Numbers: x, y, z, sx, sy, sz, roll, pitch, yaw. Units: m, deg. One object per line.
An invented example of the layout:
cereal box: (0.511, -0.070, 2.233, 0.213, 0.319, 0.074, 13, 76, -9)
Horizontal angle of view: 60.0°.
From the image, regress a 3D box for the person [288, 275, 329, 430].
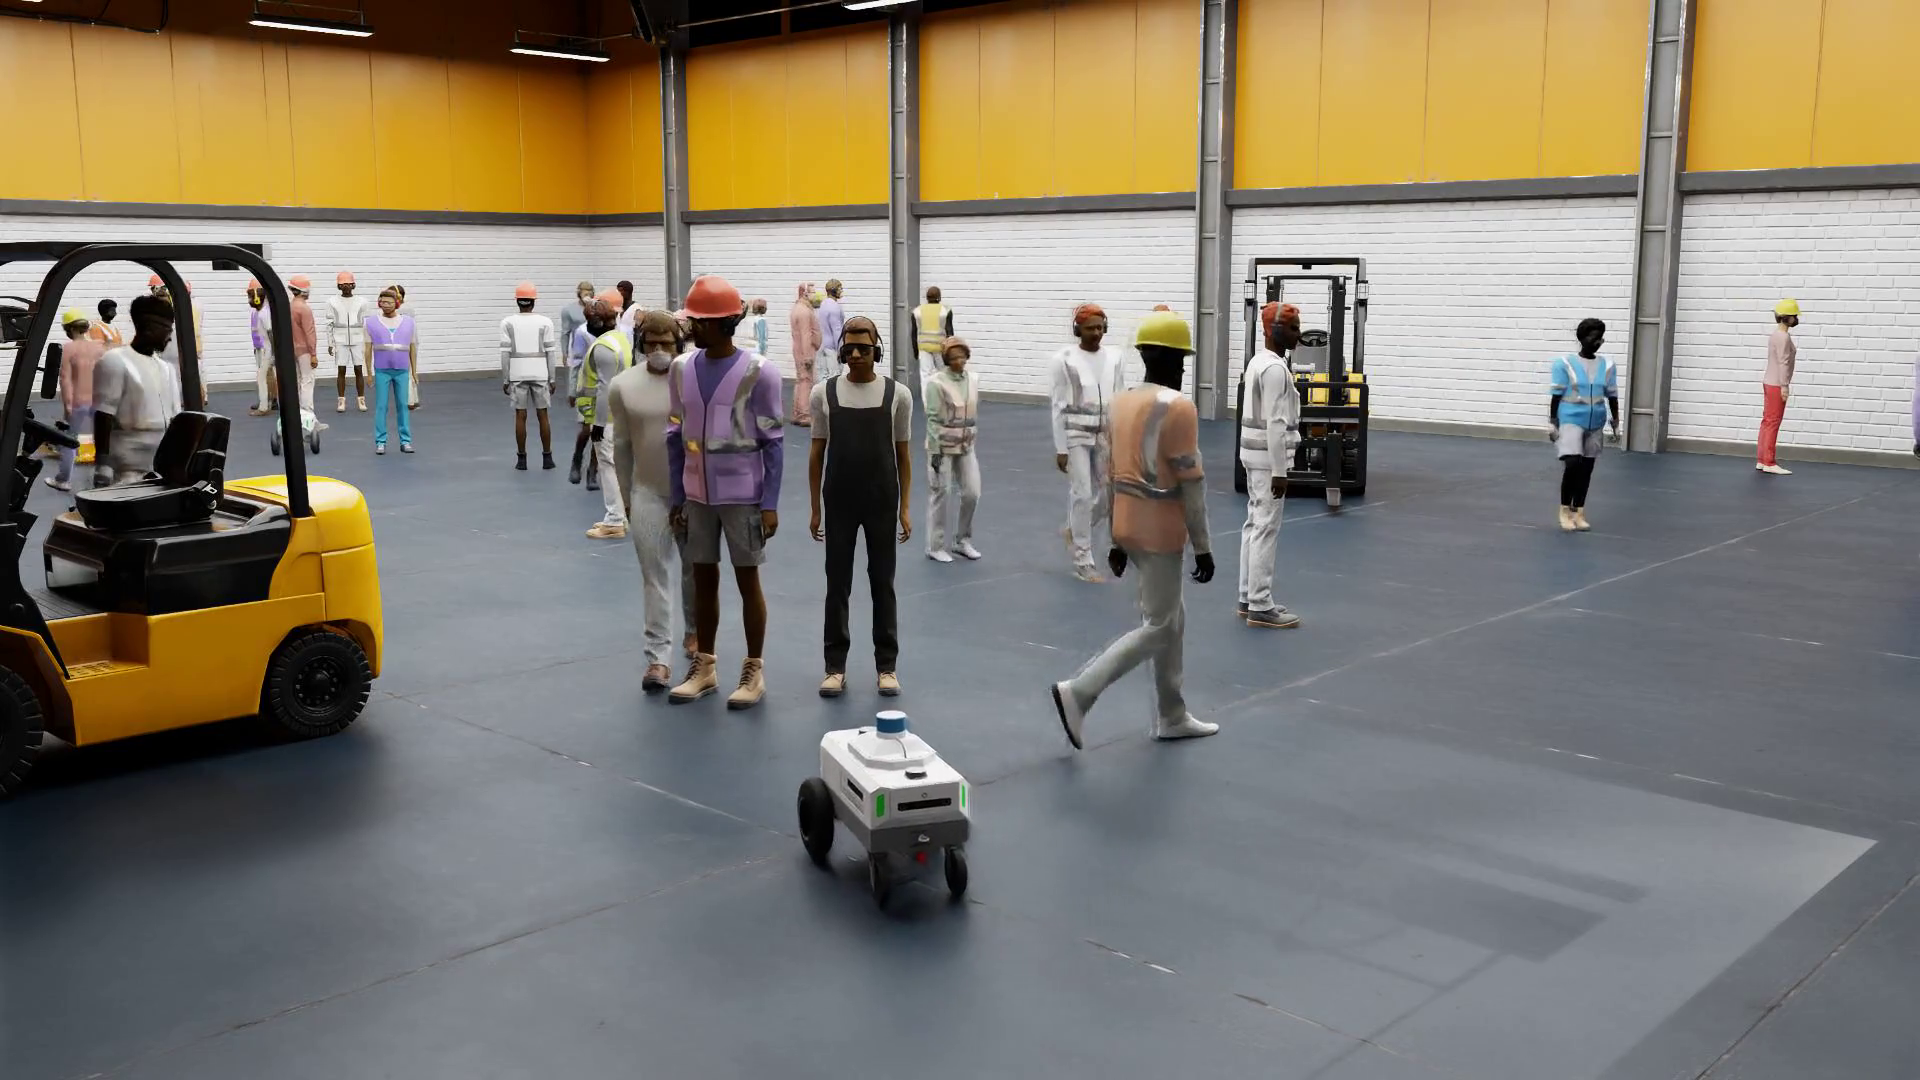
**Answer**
person: (-8.442, -2.405, 21.402, 0.622, 1.991, 0.392, 8, 12, 41)

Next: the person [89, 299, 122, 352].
person: (-10.833, -2.216, 21.164, 0.321, 1.691, 0.530, 0, 9, 0)

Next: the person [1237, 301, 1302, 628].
person: (1.802, -0.438, 9.680, 0.338, 1.882, 0.582, 0, 9, 0)

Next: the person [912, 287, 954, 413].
person: (-0.362, -2.774, 24.233, 0.654, 1.802, 0.901, 2, 9, 12)

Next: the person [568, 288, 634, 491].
person: (-3.337, -1.392, 15.495, 0.596, 1.887, 0.588, -5, 11, -28)

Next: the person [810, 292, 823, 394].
person: (-2.332, -3.066, 26.263, 0.692, 1.713, 0.516, 7, 12, 38)

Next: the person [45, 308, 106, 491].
person: (-8.098, -1.278, 15.355, 0.923, 1.704, 0.535, 5, 10, 28)

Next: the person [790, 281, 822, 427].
person: (-2.009, -2.434, 21.850, 0.403, 1.906, 0.651, -2, 9, -13)

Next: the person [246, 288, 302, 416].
person: (-9.639, -2.642, 23.465, 0.828, 1.817, 0.545, -2, 10, -13)

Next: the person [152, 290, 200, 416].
person: (-9.982, -2.257, 21.037, 0.531, 1.822, 0.971, -9, 13, -44)

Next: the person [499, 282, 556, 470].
person: (-4.454, -1.687, 17.168, 0.547, 1.938, 0.379, -2, 10, -13)

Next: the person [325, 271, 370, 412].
person: (-8.848, -2.868, 24.092, 0.608, 2.044, 0.371, -4, 10, -22)

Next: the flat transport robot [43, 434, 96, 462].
flat transport robot: (-9.477, -1.015, 18.147, 0.652, 0.197, 1.431, -8, 12, -40)

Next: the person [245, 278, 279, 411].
person: (-10.226, -2.860, 24.364, 0.359, 1.938, 0.545, -8, 12, -41)

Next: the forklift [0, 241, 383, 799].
forklift: (-3.706, -0.171, 7.093, 1.214, 2.155, 2.313, 9, 13, 43)

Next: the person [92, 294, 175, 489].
person: (-4.723, -0.433, 9.538, 0.369, 1.928, 0.716, 1, 9, 8)

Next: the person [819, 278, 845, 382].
person: (-1.723, -2.583, 22.664, 0.372, 1.940, 0.630, -4, 10, -22)

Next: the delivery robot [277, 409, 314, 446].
delivery robot: (-7.484, -1.301, 18.744, 0.477, 0.478, 0.707, -3, 10, -17)

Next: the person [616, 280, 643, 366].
person: (-4.441, -2.542, 22.479, 0.369, 1.915, 0.597, -8, 12, -39)

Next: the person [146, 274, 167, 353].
person: (-11.989, -3.001, 25.049, 0.383, 1.993, 0.622, -2, 9, -10)

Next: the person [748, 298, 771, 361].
person: (-2.941, -2.778, 24.786, 0.433, 1.623, 0.538, -4, 10, -23)

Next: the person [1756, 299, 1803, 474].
person: (8.321, -1.554, 16.876, 0.319, 1.769, 0.523, 2, 10, 15)

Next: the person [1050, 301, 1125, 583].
person: (0.820, -0.655, 11.096, 0.577, 1.864, 0.520, -5, 10, -27)

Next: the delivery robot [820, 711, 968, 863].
delivery robot: (-0.234, 0.829, 5.687, 0.477, 0.478, 0.707, -3, 10, -20)

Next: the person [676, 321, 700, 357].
person: (-2.509, -1.311, 15.796, 0.499, 1.633, 0.283, 2, 9, 10)

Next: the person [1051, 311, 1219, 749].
person: (0.769, -0.029, 7.134, 0.773, 1.896, 0.602, -4, 10, -21)

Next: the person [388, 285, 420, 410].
person: (-8.147, -2.818, 24.428, 0.371, 1.850, 0.597, -1, 9, -3)

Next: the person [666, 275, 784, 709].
person: (-1.125, -0.217, 7.846, 0.609, 2.040, 0.394, 4, 10, 24)

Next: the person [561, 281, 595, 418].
person: (-4.944, -2.467, 22.012, 0.644, 1.916, 0.486, -3, 10, -15)

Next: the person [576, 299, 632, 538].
person: (-2.741, -0.933, 12.862, 0.430, 1.838, 0.619, 0, 9, 0)

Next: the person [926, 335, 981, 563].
person: (-0.075, -0.626, 11.648, 0.532, 1.610, 0.490, -8, 12, -40)

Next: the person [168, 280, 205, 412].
person: (-10.274, -2.489, 22.086, 0.376, 1.939, 0.547, -1, 9, -4)

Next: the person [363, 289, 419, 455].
person: (-6.378, -1.886, 18.681, 0.564, 1.841, 0.391, -5, 11, -28)

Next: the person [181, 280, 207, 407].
person: (-11.620, -2.953, 25.041, 0.399, 1.905, 0.642, 0, 9, 0)

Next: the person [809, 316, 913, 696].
person: (-0.480, -0.157, 8.074, 0.506, 1.846, 0.345, 0, 9, -3)

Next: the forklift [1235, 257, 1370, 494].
forklift: (3.309, -1.629, 16.029, 1.214, 2.155, 2.313, 2, 9, 11)

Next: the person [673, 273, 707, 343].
person: (-2.502, -1.611, 16.391, 0.689, 2.000, 0.538, -9, 13, -44)

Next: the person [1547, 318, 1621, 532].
person: (4.914, -0.892, 13.018, 0.555, 1.684, 0.482, -1, 9, -8)

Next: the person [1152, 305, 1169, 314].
person: (2.488, -2.084, 20.535, 0.264, 1.632, 0.508, 5, 11, 29)

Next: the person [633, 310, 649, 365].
person: (-3.739, -1.952, 19.874, 0.825, 1.601, 0.506, -2, 10, -15)

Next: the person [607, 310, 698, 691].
person: (-1.455, -0.226, 8.455, 0.647, 1.880, 1.070, 0, 9, -1)

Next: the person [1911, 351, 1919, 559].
person: (6.687, -0.675, 11.058, 0.399, 1.909, 0.642, -9, 13, -44)
